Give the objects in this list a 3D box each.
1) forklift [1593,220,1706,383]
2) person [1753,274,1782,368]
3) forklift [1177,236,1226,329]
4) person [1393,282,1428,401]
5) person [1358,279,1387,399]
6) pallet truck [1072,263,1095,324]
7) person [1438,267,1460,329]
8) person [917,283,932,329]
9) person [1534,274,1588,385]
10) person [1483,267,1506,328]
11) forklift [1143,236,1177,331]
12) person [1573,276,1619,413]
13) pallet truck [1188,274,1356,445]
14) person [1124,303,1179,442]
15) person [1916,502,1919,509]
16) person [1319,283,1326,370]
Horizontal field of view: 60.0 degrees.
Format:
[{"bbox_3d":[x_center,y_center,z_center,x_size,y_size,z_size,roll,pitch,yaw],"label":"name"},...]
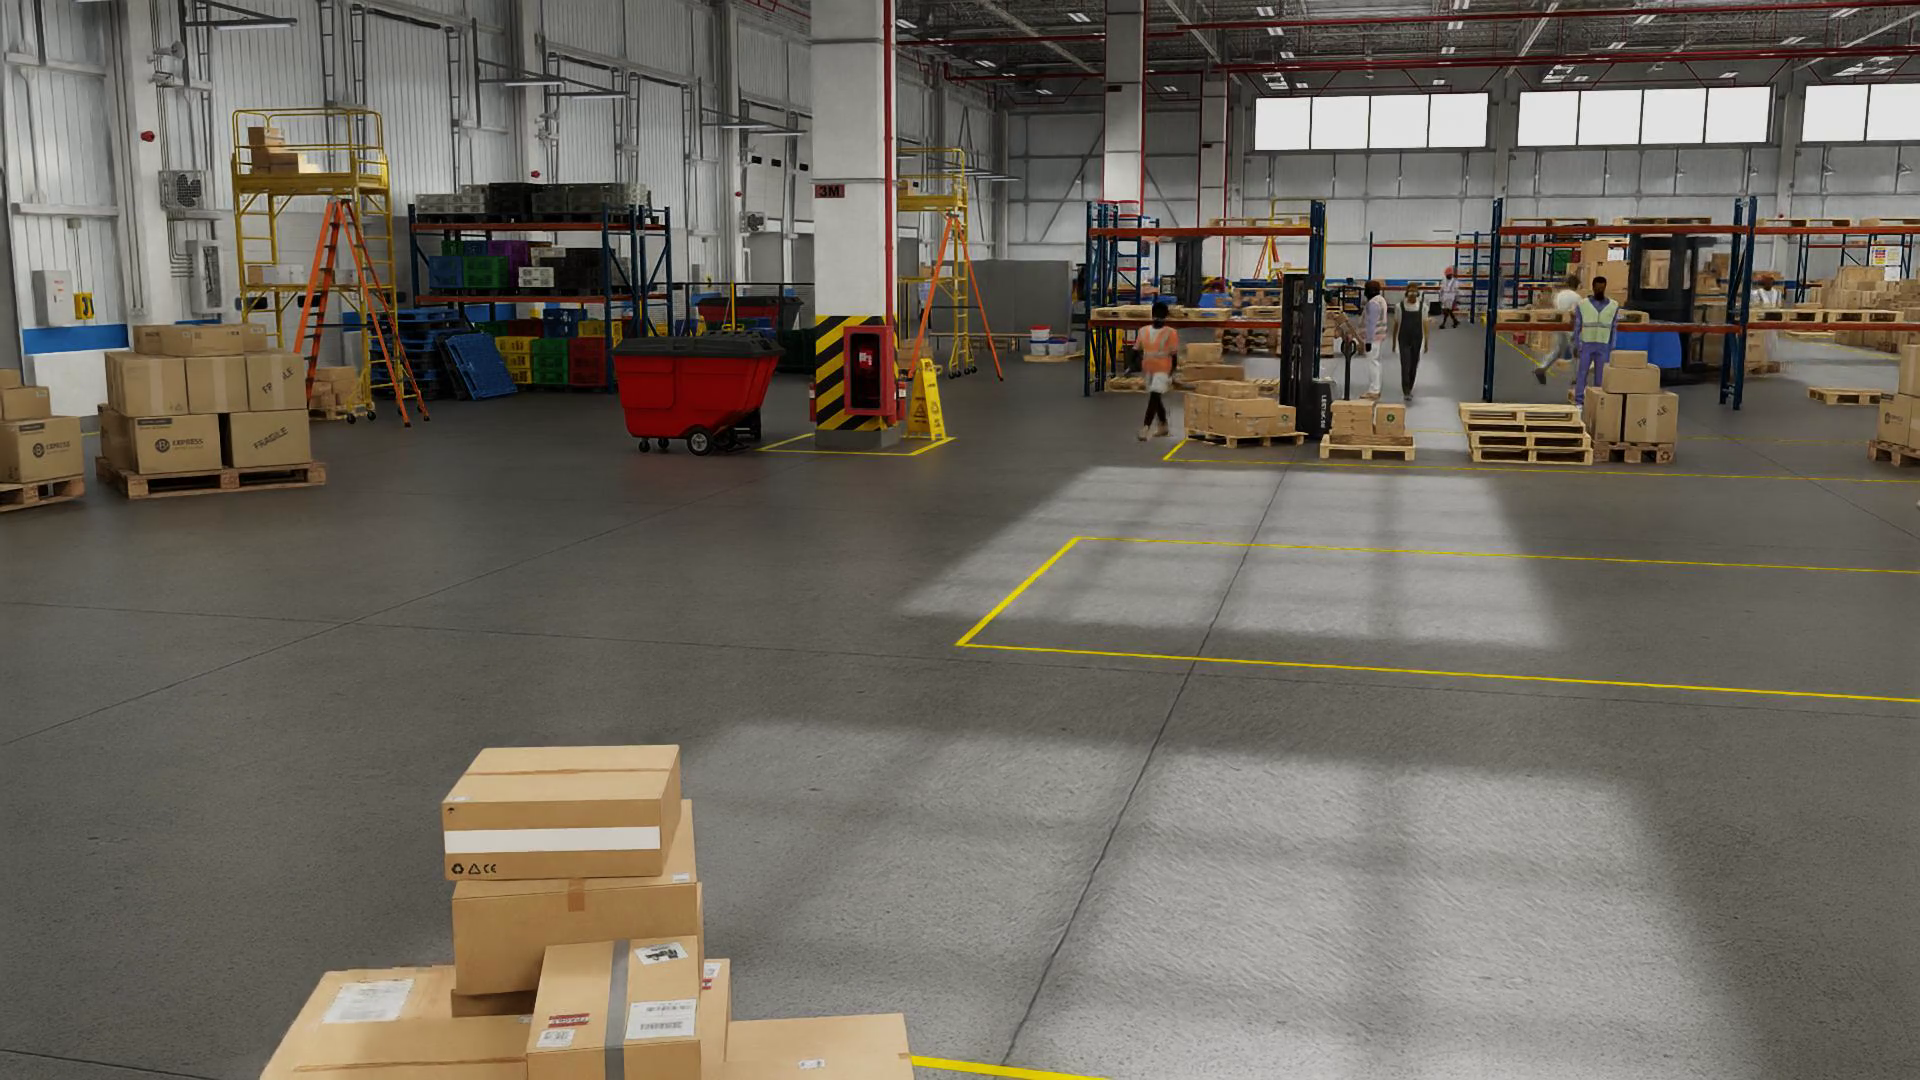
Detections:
[{"bbox_3d":[11.881,-4.093,28.504,1.873,2.768,1.129,-8,12,-39],"label":"forklift"},{"bbox_3d":[15.908,-4.285,32.669,0.654,1.845,0.839,0,10,-1],"label":"person"},{"bbox_3d":[7.055,-7.817,50.429,1.873,2.768,1.129,-2,10,-12],"label":"forklift"},{"bbox_3d":[6.926,-3.065,25.616,0.518,1.812,0.872,1,10,7],"label":"person"},{"bbox_3d":[6.364,-3.095,25.689,0.429,1.840,0.632,4,10,22],"label":"person"},{"bbox_3d":[4.325,-8.180,55.162,0.823,1.965,1.885,6,11,31],"label":"pallet truck"},{"bbox_3d":[15.034,-7.407,50.964,0.905,1.892,0.568,-8,12,-39],"label":"person"},{"bbox_3d":[-1.019,-7.366,50.582,0.544,1.930,0.389,-4,11,-24],"label":"person"},{"bbox_3d":[10.309,-3.578,28.350,0.908,1.915,0.633,-3,10,-19],"label":"person"},{"bbox_3d":[16.380,-7.421,50.976,0.731,1.907,0.622,-3,10,-19],"label":"person"},{"bbox_3d":[5.166,-7.243,47.052,1.873,2.768,1.129,2,10,14],"label":"forklift"},{"bbox_3d":[8.904,-2.735,23.345,0.597,1.915,0.369,1,10,6],"label":"person"},{"bbox_3d":[3.653,-2.138,19.590,1.885,1.965,0.823,-4,10,-20],"label":"pallet truck"},{"bbox_3d":[2.333,-2.018,19.916,0.610,1.643,0.861,8,13,41],"label":"person"},{"bbox_3d":[8.468,-1.061,13.632,0.594,1.879,0.990,-9,13,-41],"label":"person"},{"bbox_3d":[6.878,-4.127,32.061,0.484,1.739,0.320,-9,13,-42],"label":"person"}]
